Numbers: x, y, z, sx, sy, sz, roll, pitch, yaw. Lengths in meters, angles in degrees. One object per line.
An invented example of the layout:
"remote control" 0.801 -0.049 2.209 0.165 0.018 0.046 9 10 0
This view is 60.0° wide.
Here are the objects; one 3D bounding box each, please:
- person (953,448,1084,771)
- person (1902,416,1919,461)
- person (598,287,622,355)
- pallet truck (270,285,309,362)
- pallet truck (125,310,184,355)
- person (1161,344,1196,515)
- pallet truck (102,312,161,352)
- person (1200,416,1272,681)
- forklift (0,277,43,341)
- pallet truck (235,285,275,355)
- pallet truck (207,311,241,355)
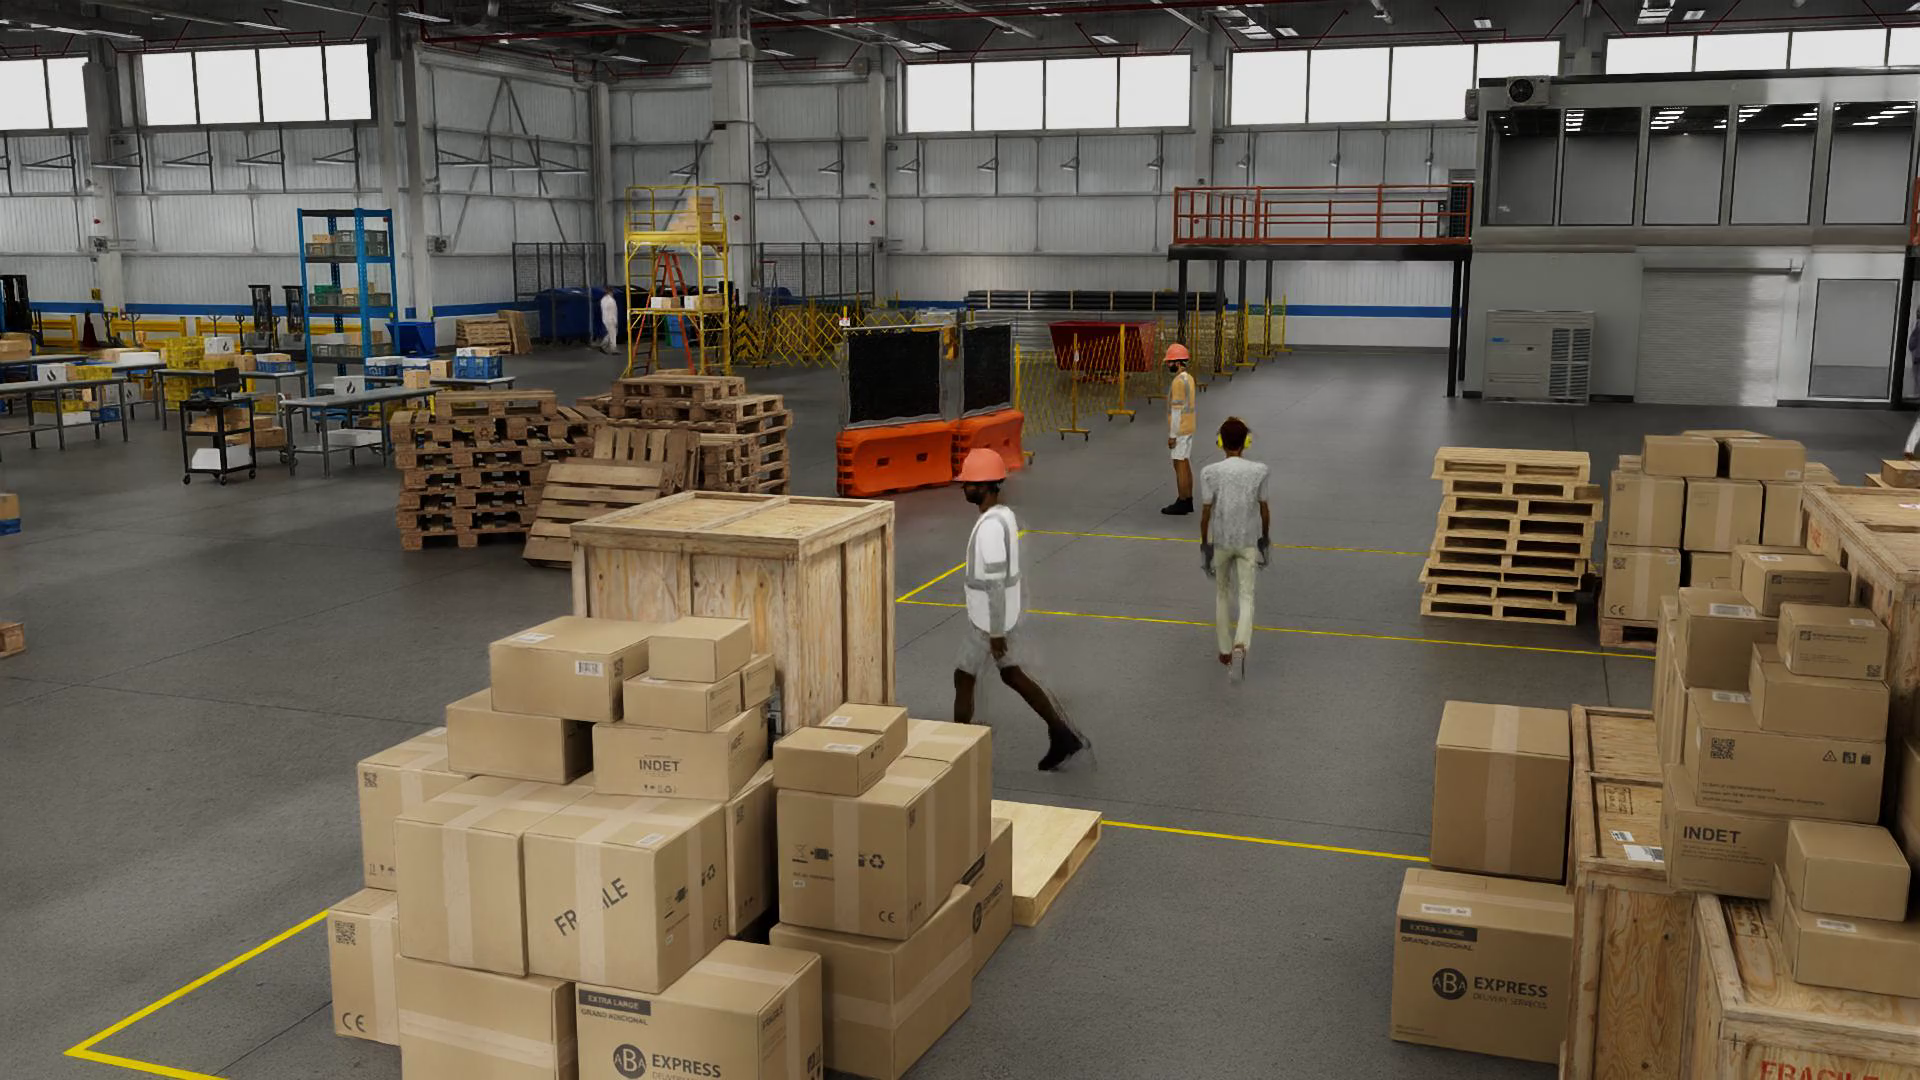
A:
"person" 0.253 0.414 9.521 0.948 1.908 0.560 2 10 10
"person" 13.712 -1.971 23.135 0.680 1.819 0.977 -7 12 -36
"person" -9.640 -6.032 45.830 0.502 1.893 0.658 -8 13 -40
"pallet truck" -17.147 -5.700 43.663 0.823 1.965 1.885 3 11 17
"pallet truck" -22.038 -5.665 45.457 0.704 1.261 1.522 3 11 17
"person" 2.461 -1.244 18.780 0.391 1.930 0.540 4 11 19
"pallet truck" -23.057 -5.777 46.261 0.680 1.201 1.601 3 11 19
"person" 1.946 0.049 11.747 0.523 1.843 0.824 2 10 10
"forklift" -27.151 -6.329 46.328 1.157 1.987 2.680 3 11 17
"pallet truck" -18.327 -5.835 44.421 0.823 1.965 1.885 4 11 23
"pallet truck" -19.537 -5.575 44.913 0.653 1.274 1.630 3 11 19
